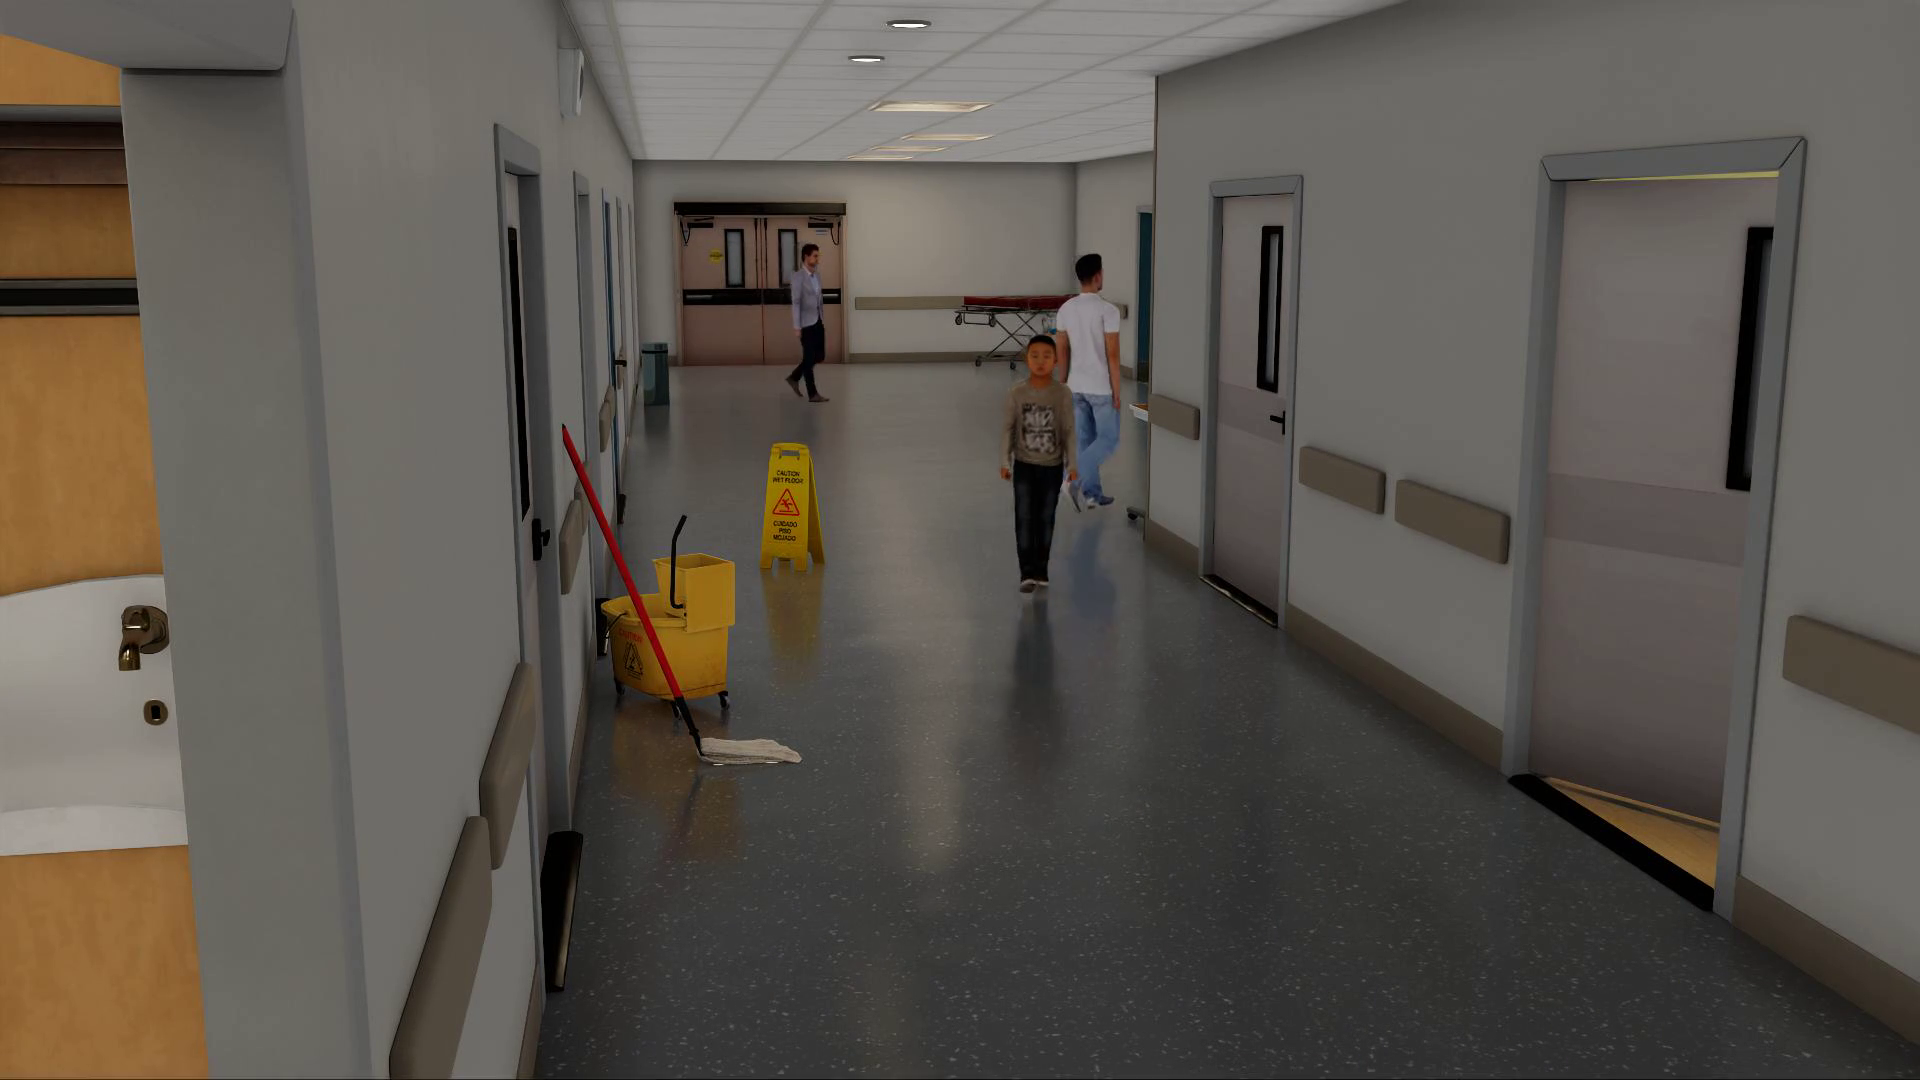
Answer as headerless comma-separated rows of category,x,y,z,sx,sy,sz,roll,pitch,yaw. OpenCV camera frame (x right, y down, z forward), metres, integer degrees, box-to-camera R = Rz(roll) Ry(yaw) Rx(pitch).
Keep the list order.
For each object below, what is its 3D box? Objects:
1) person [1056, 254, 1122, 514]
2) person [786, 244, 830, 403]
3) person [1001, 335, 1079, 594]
person,0.899,-1.084,11.829,1.071,1.848,1.083,9,14,41
person,-1.836,-2.545,19.567,1.068,1.834,1.018,7,13,31
person,0.448,-0.431,9.476,0.652,1.443,0.924,0,11,-2
